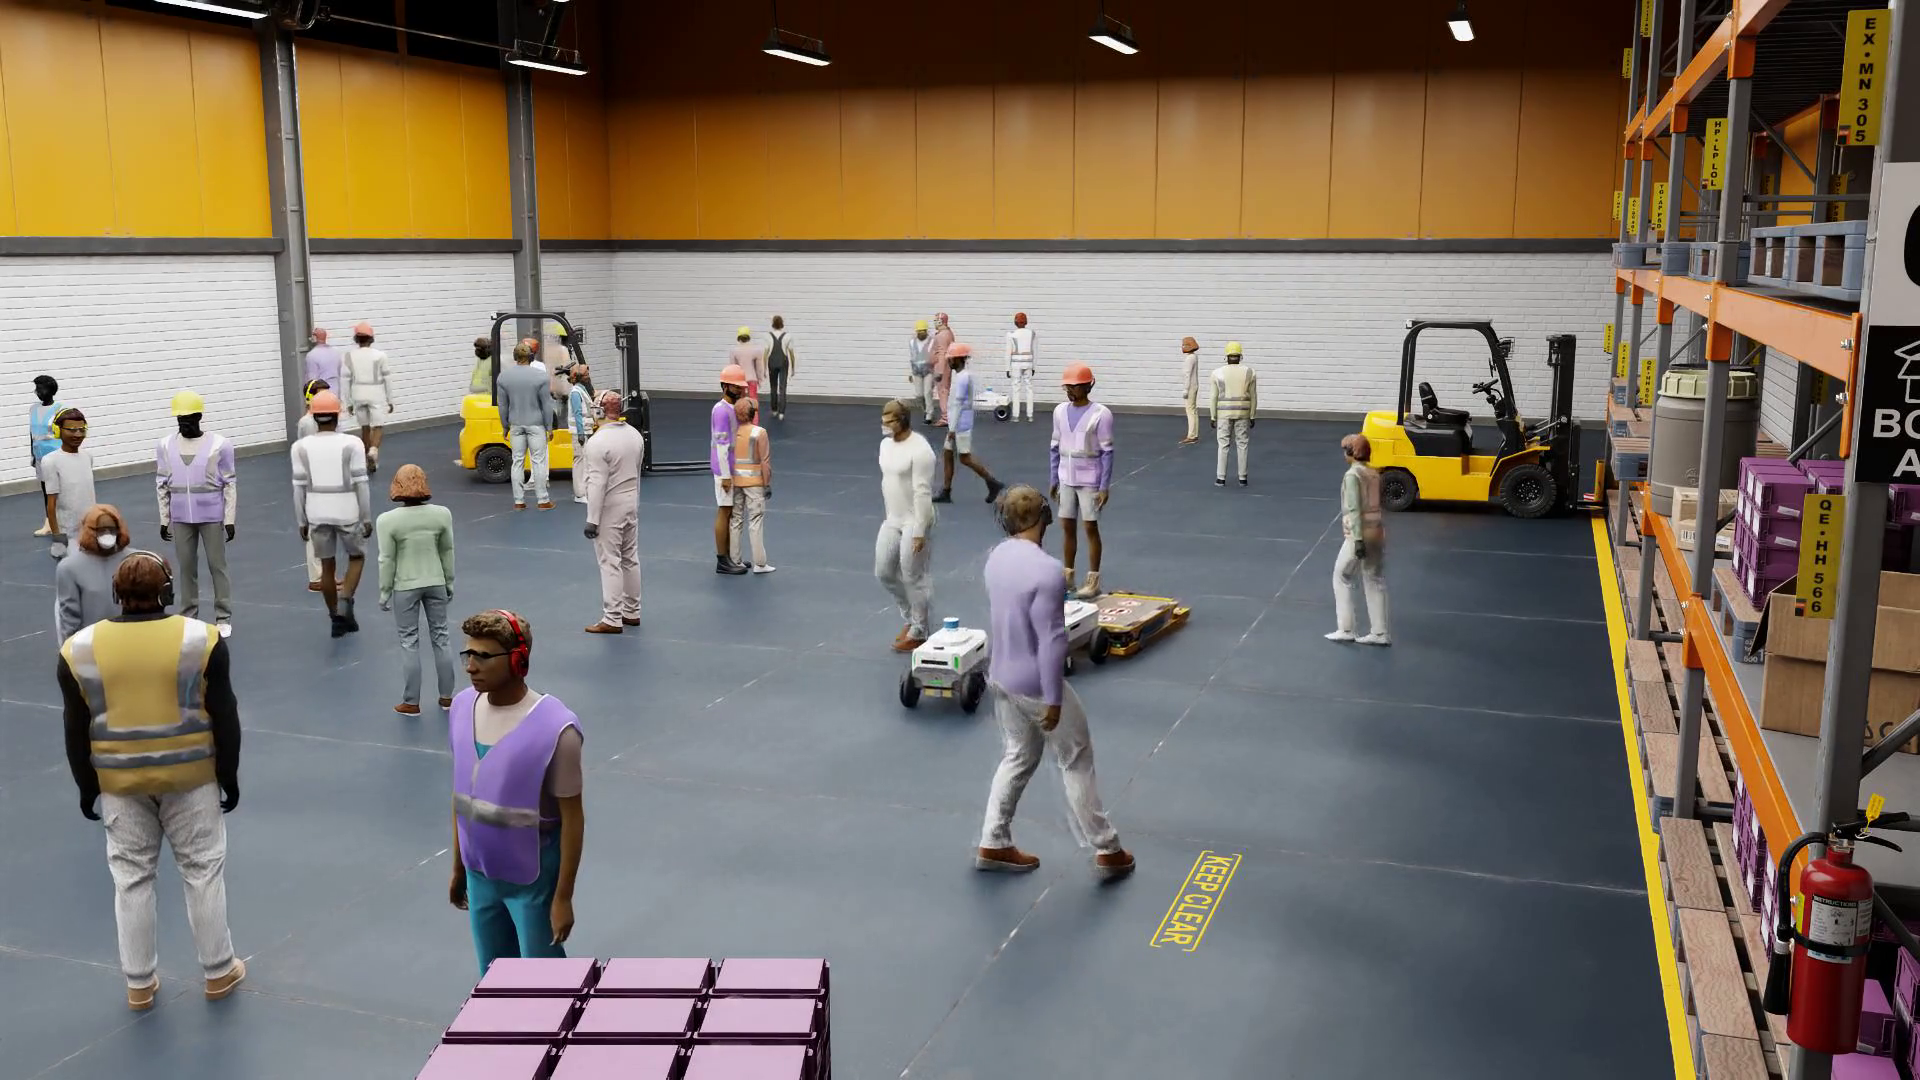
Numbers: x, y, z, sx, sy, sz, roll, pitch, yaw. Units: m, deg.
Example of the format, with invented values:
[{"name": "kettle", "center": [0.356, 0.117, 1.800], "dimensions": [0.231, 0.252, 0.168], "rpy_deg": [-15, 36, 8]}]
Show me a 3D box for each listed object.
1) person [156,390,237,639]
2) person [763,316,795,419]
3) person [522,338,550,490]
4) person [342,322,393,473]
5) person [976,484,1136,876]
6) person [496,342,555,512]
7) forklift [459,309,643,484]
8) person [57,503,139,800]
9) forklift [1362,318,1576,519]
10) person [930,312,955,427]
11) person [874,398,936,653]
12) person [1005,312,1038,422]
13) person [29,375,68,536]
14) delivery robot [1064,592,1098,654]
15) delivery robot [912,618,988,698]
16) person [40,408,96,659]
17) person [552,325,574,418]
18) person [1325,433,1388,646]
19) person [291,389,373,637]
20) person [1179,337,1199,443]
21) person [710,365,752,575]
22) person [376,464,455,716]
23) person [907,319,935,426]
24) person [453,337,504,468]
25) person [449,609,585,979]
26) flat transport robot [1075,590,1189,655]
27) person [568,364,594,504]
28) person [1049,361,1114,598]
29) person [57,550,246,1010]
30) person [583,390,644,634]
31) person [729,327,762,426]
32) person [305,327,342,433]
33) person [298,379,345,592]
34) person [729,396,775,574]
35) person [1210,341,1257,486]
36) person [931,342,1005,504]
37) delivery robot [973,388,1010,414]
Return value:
[{"name": "person", "center": [-5.869, -0.188, 12.799], "dimensions": [0.587, 1.927, 0.367], "rpy_deg": [-1, 10, -5]}, {"name": "person", "center": [-3.169, -3.026, 29.176], "dimensions": [0.539, 1.792, 0.985], "rpy_deg": [-1, 10, -4]}, {"name": "person", "center": [-5.308, -1.562, 20.659], "dimensions": [0.351, 1.884, 0.581], "rpy_deg": [2, 10, 10]}, {"name": "person", "center": [-7.844, -1.859, 21.992], "dimensions": [0.613, 2.020, 0.750], "rpy_deg": [-1, 10, -4]}, {"name": "person", "center": [0.444, 0.686, 7.965], "dimensions": [0.727, 1.893, 0.681], "rpy_deg": [-5, 11, -26]}, {"name": "person", "center": [-4.930, -1.284, 18.939], "dimensions": [0.627, 1.941, 0.371], "rpy_deg": [1, 10, 3]}, {"name": "forklift", "center": [-5.354, -1.902, 21.697], "dimensions": [2.313, 2.155, 1.214], "rpy_deg": [-2, 10, -13]}, {"name": "person", "center": [-4.666, 0.602, 9.179], "dimensions": [0.506, 1.633, 0.301], "rpy_deg": [-7, 12, -33]}, {"name": "forklift", "center": [5.787, -1.437, 19.079], "dimensions": [2.313, 2.155, 1.214], "rpy_deg": [3, 11, 19]}, {"name": "person", "center": [-0.309, -2.849, 27.843], "dimensions": [0.403, 1.906, 0.651], "rpy_deg": [2, 10, 11]}, {"name": "person", "center": [-0.407, -0.106, 12.365], "dimensions": [0.420, 1.915, 0.651], "rpy_deg": [-8, 13, -37]}, {"name": "person", "center": [1.052, -2.964, 28.570], "dimensions": [0.575, 1.881, 0.346], "rpy_deg": [-3, 11, -17]}, {"name": "person", "center": [-9.441, -0.871, 17.289], "dimensions": [0.535, 1.699, 0.318], "rpy_deg": [3, 10, 15]}, {"name": "delivery robot", "center": [0.719, 0.609, 11.907], "dimensions": [0.477, 0.478, 0.707], "rpy_deg": [5, 11, 26]}, {"name": "delivery robot", "center": [-0.060, 0.761, 11.055], "dimensions": [0.477, 0.478, 0.707], "rpy_deg": [3, 11, 17]}, {"name": "person", "center": [-6.411, -0.030, 12.090], "dimensions": [0.332, 1.866, 0.514], "rpy_deg": [1, 10, 7]}, {"name": "person", "center": [-5.830, -2.249, 24.554], "dimensions": [0.984, 1.877, 0.604], "rpy_deg": [-6, 11, -29]}, {"name": "person", "center": [3.061, -0.002, 12.639], "dimensions": [0.558, 1.597, 0.537], "rpy_deg": [8, 13, 38]}, {"name": "person", "center": [-4.833, -0.195, 12.831], "dimensions": [0.563, 1.927, 0.423], "rpy_deg": [-1, 10, -8]}, {"name": "person", "center": [3.532, -2.301, 25.543], "dimensions": [0.269, 1.627, 0.500], "rpy_deg": [3, 11, 18]}, {"name": "person", "center": [-2.114, -0.655, 15.411], "dimensions": [0.376, 1.934, 0.546], "rpy_deg": [1, 10, 5]}, {"name": "person", "center": [-3.505, 0.322, 10.753], "dimensions": [0.497, 1.633, 0.284], "rpy_deg": [-8, 13, -38]}, {"name": "person", "center": [-0.586, -2.835, 28.047], "dimensions": [0.623, 1.804, 0.580], "rpy_deg": [5, 11, 24]}, {"name": "person", "center": [-6.469, -1.874, 22.702], "dimensions": [0.998, 1.782, 0.645], "rpy_deg": [-8, 13, -37]}, {"name": "person", "center": [-1.489, 1.129, 5.606], "dimensions": [0.563, 1.848, 0.389], "rpy_deg": [6, 12, 31]}, {"name": "flat transport robot", "center": [1.230, 0.626, 12.879], "dimensions": [0.652, 0.197, 1.431], "rpy_deg": [5, 11, 26]}, {"name": "person", "center": [-4.461, -1.251, 19.594], "dimensions": [0.307, 1.641, 0.513], "rpy_deg": [-1, 10, -7]}, {"name": "person", "center": [1.015, -0.514, 14.310], "dimensions": [0.614, 2.040, 0.390], "rpy_deg": [8, 13, 38]}, {"name": "person", "center": [-3.190, 0.951, 6.627], "dimensions": [0.625, 1.843, 0.430], "rpy_deg": [-3, 10, -15]}, {"name": "person", "center": [-2.742, -0.222, 13.047], "dimensions": [0.408, 1.908, 0.642], "rpy_deg": [4, 11, 21]}, {"name": "person", "center": [-3.437, -2.554, 26.687], "dimensions": [0.536, 1.733, 0.857], "rpy_deg": [-3, 10, -16]}, {"name": "person", "center": [-8.824, -1.992, 23.016], "dimensions": [0.403, 1.905, 0.651], "rpy_deg": [3, 11, 17]}, {"name": "person", "center": [-5.625, -0.479, 14.617], "dimensions": [0.334, 1.865, 0.517], "rpy_deg": [-3, 10, -14]}, {"name": "person", "center": [-1.968, -0.502, 15.371], "dimensions": [0.514, 1.642, 0.314], "rpy_deg": [5, 11, 28]}, {"name": "person", "center": [3.430, -1.580, 20.900], "dimensions": [0.589, 1.834, 0.404], "rpy_deg": [0, 10, 2]}, {"name": "person", "center": [0.060, -1.361, 19.448], "dimensions": [0.870, 1.914, 0.544], "rpy_deg": [-1, 10, -4]}, {"name": "delivery robot", "center": [0.512, -2.404, 28.875], "dimensions": [0.707, 0.478, 0.477], "rpy_deg": [1, 10, 5]}]
